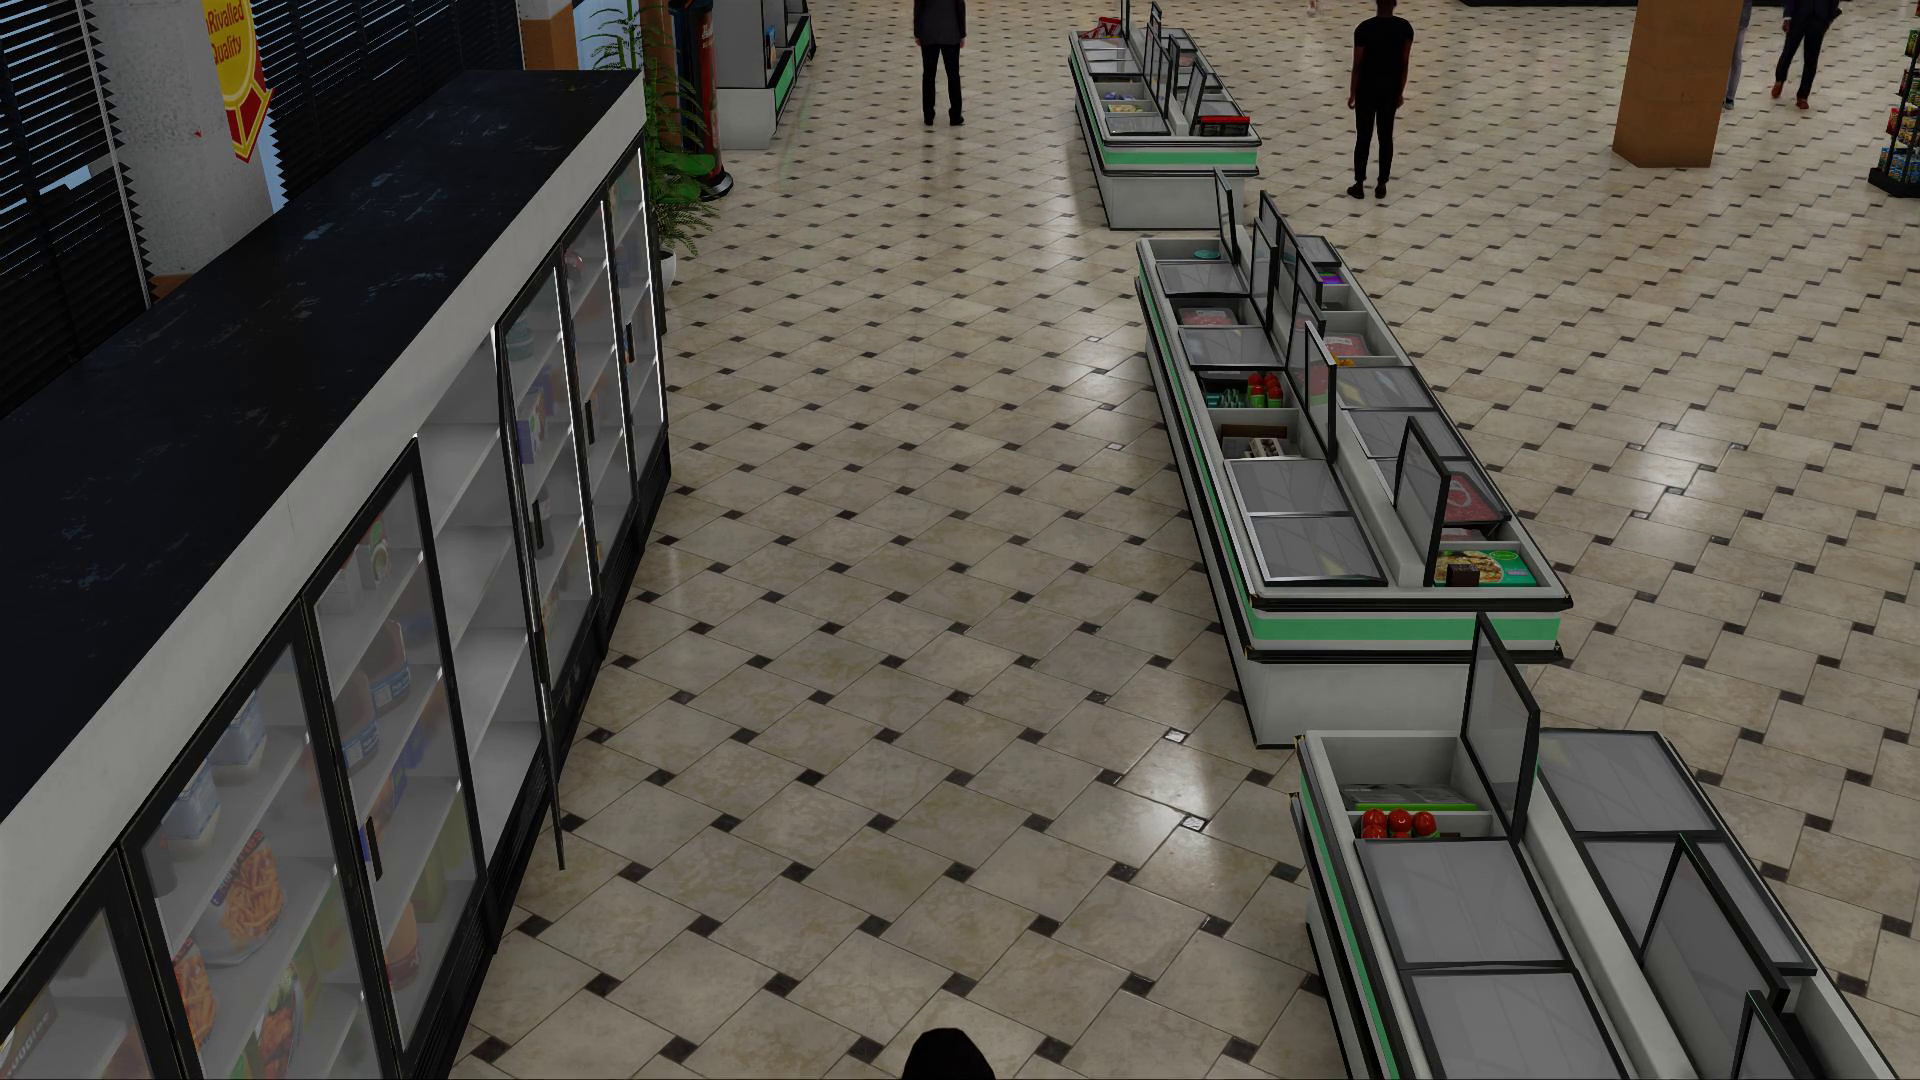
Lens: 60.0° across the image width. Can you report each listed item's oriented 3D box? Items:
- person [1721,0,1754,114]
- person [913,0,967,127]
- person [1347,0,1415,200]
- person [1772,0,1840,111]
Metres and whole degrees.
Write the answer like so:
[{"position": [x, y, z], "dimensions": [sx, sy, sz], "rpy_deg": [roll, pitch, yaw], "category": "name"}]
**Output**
[{"position": [8.272, -5.525, 17.759], "dimensions": [0.761, 1.838, 0.760], "rpy_deg": [-17, 31, -30], "category": "person"}, {"position": [-0.203, -5.227, 17.168], "dimensions": [0.721, 1.841, 0.614], "rpy_deg": [2, 27, 5], "category": "person"}, {"position": [3.673, -3.925, 14.625], "dimensions": [0.658, 1.819, 0.543], "rpy_deg": [1, 27, 1], "category": "person"}, {"position": [9.166, -5.646, 18.038], "dimensions": [0.950, 1.801, 1.276], "rpy_deg": [9, 28, 17], "category": "person"}]
